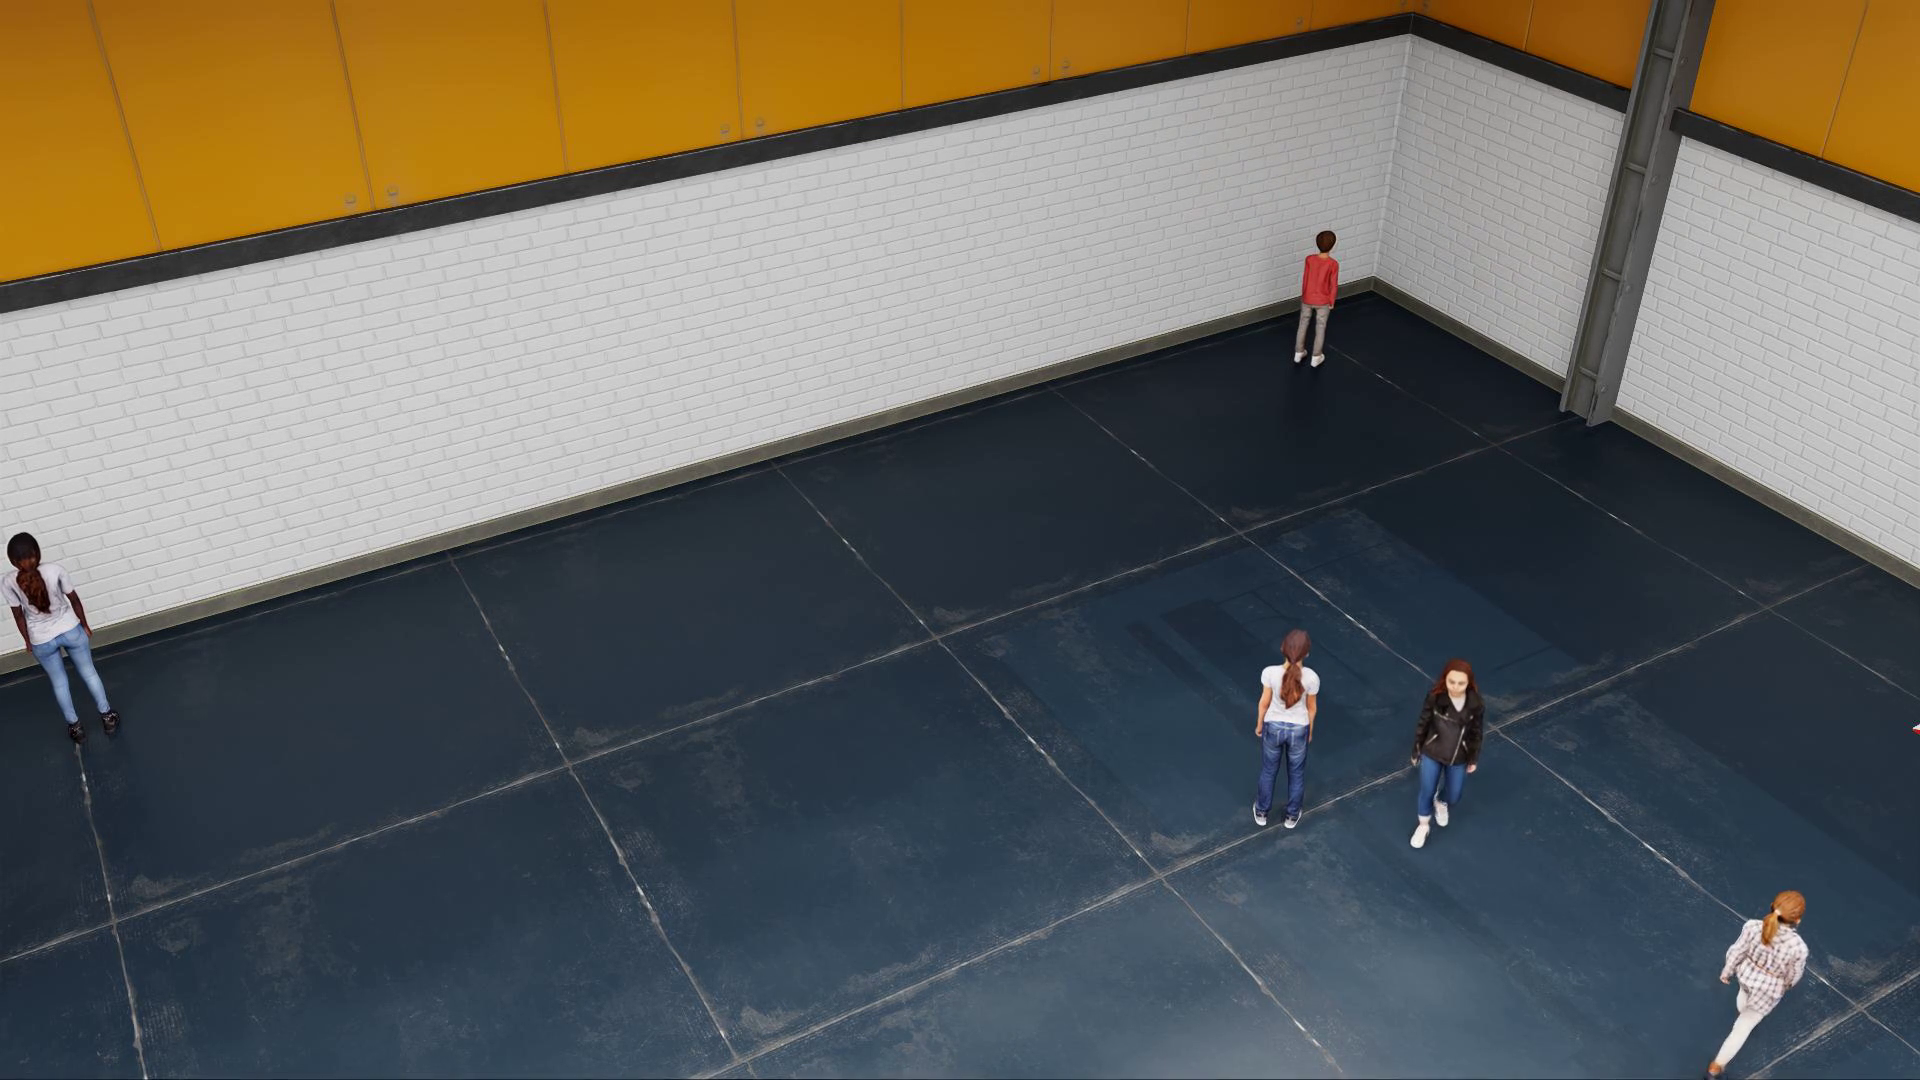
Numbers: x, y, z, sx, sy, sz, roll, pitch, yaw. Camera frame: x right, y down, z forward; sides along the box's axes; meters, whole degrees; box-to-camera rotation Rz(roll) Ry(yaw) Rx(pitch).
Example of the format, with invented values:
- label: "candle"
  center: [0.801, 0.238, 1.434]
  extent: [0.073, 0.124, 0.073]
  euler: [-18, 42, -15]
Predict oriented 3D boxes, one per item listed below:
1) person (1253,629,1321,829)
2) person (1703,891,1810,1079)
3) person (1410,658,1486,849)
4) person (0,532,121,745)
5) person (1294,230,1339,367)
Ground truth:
- label: "person"
  center: [2.149, 1.239, 10.952]
  extent: [0.633, 1.562, 0.694]
  euler: [9, 35, 13]
- label: "person"
  center: [4.432, 2.523, 9.289]
  extent: [0.690, 1.264, 0.942]
  euler: [-27, 42, -34]
- label: "person"
  center: [3.173, 1.346, 10.869]
  extent: [0.727, 1.474, 0.786]
  euler: [7, 34, 11]
- label: "person"
  center: [-6.327, 0.676, 11.656]
  extent: [0.580, 1.720, 0.521]
  euler: [-19, 38, -26]
- label: "person"
  center: [3.554, -2.418, 16.585]
  extent: [0.550, 1.415, 0.639]
  euler: [16, 37, 22]
